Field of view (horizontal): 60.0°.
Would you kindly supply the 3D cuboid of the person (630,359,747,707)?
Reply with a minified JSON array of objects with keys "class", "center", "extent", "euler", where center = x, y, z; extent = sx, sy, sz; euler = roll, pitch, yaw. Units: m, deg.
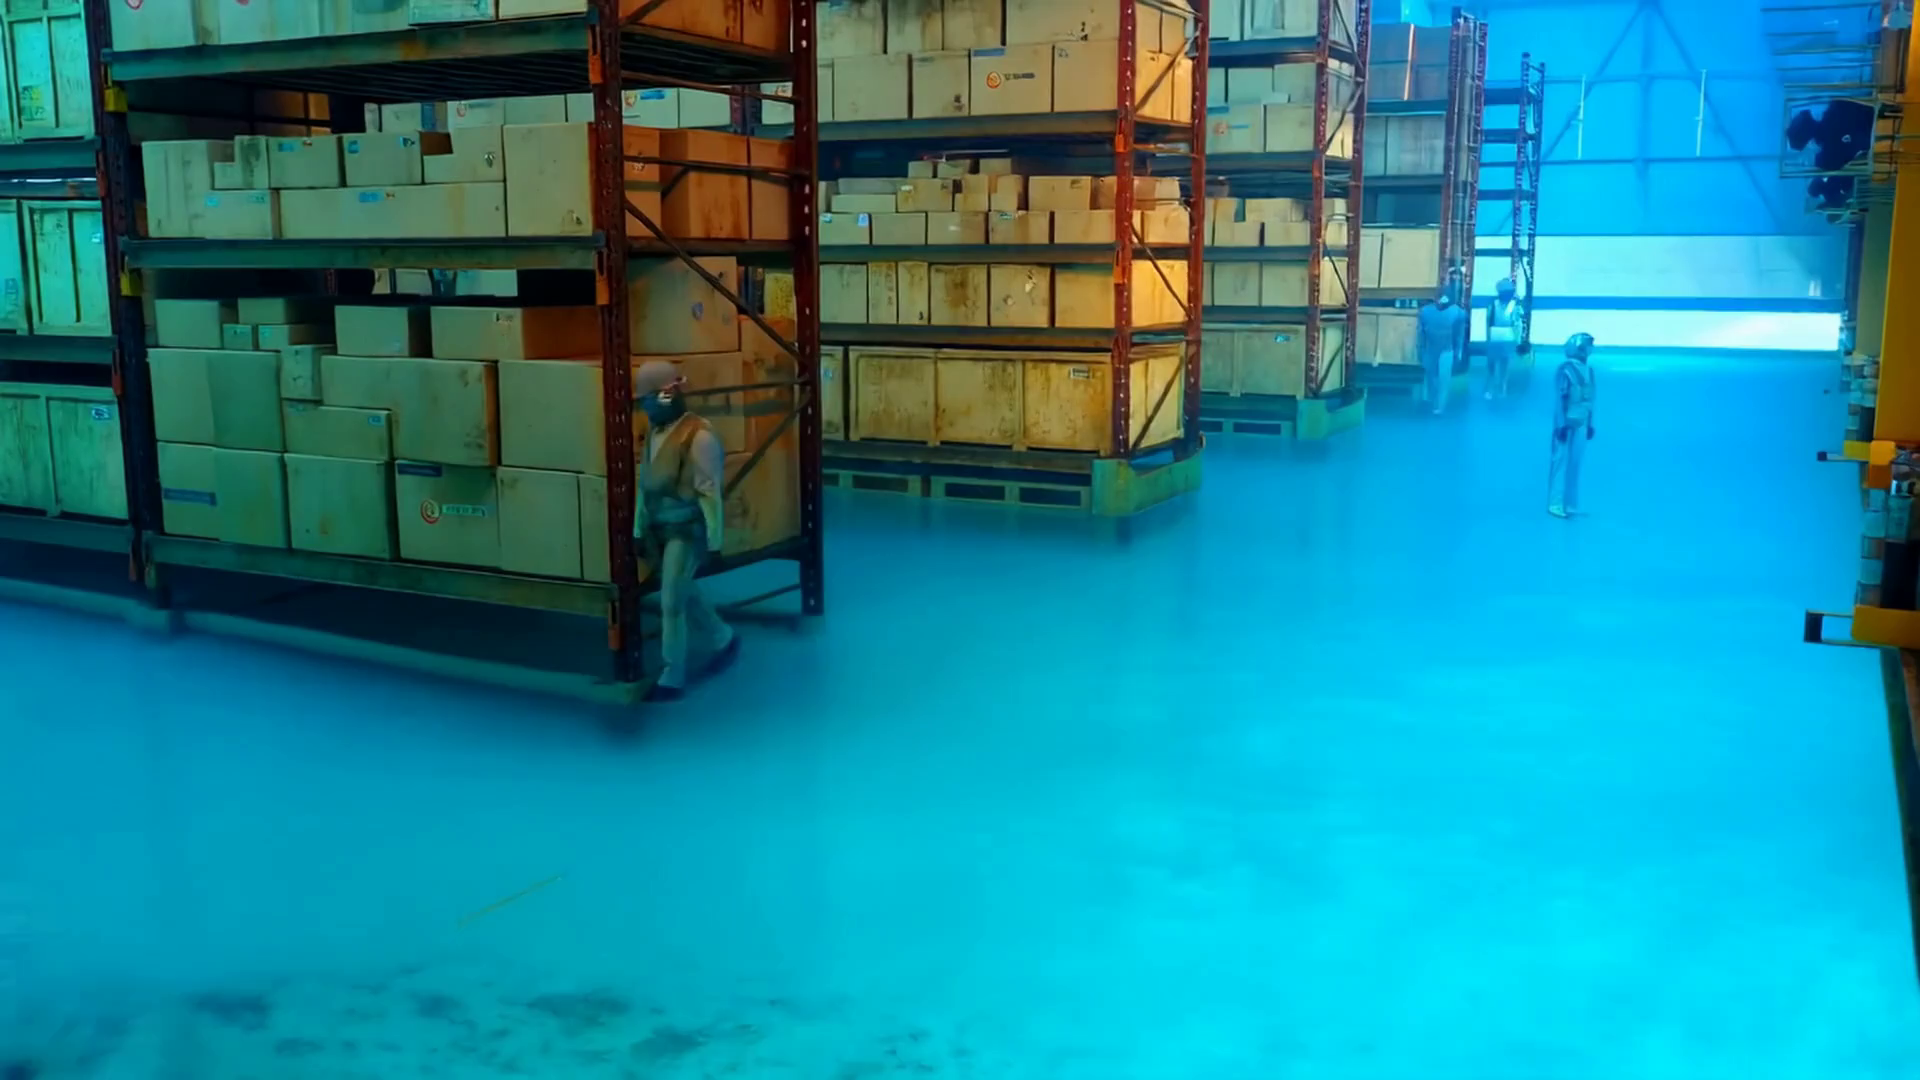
[{"class":"person","center":[-1.425,-0.064,8.778],"extent":[0.752,1.794,0.603],"euler":[-8,12,-38]}]

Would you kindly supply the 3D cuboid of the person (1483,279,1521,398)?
[{"class":"person","center":[8.682,-3.212,26.644],"extent":[0.563,1.910,0.771],"euler":[5,11,29]}]

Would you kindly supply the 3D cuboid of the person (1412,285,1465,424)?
[{"class":"person","center":[6.593,-2.553,22.913],"extent":[0.648,1.890,1.014],"euler":[5,11,25]}]

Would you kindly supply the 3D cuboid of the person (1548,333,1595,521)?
[{"class":"person","center":[5.381,-0.998,14.608],"extent":[0.513,1.641,0.309],"euler":[-7,12,-37]}]
